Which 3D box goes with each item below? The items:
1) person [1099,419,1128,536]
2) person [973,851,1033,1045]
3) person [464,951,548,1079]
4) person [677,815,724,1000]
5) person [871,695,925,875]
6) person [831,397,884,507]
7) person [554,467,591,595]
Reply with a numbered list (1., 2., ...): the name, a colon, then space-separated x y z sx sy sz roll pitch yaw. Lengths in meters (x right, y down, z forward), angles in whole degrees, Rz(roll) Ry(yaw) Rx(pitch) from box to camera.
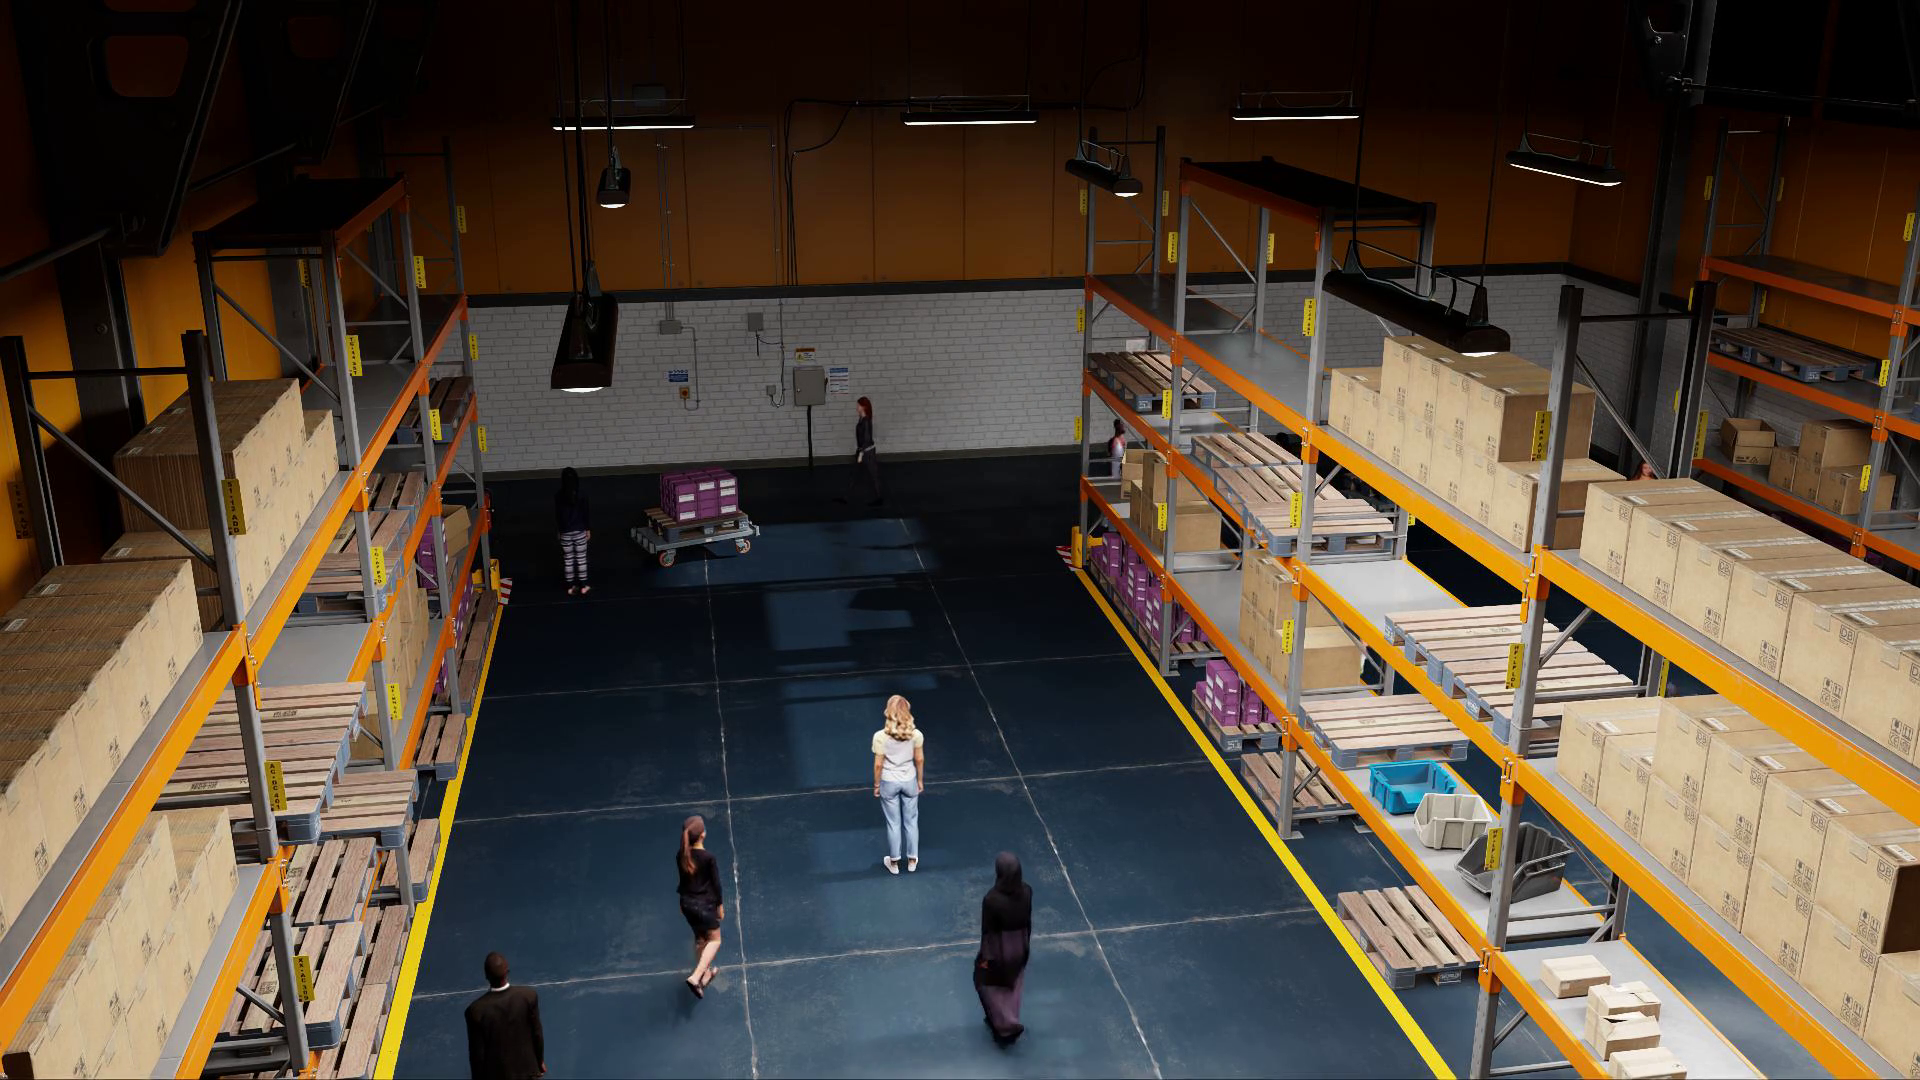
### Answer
1. person: 2.210 -0.933 24.428 0.815 1.772 0.763 9 21 25
2. person: 0.375 3.128 12.626 0.728 1.609 0.846 -9 21 -26
3. person: -3.006 3.547 11.083 0.739 1.800 0.700 -12 22 -33
4. person: -2.108 2.943 13.278 0.780 1.543 0.916 8 20 21
5. person: -0.557 2.223 15.136 0.636 1.722 0.544 -5 19 -13
6. person: -1.367 -1.331 25.649 0.764 1.747 0.995 -6 19 -16
7. person: -5.152 -0.131 22.111 0.608 1.732 0.536 -1 19 -4
